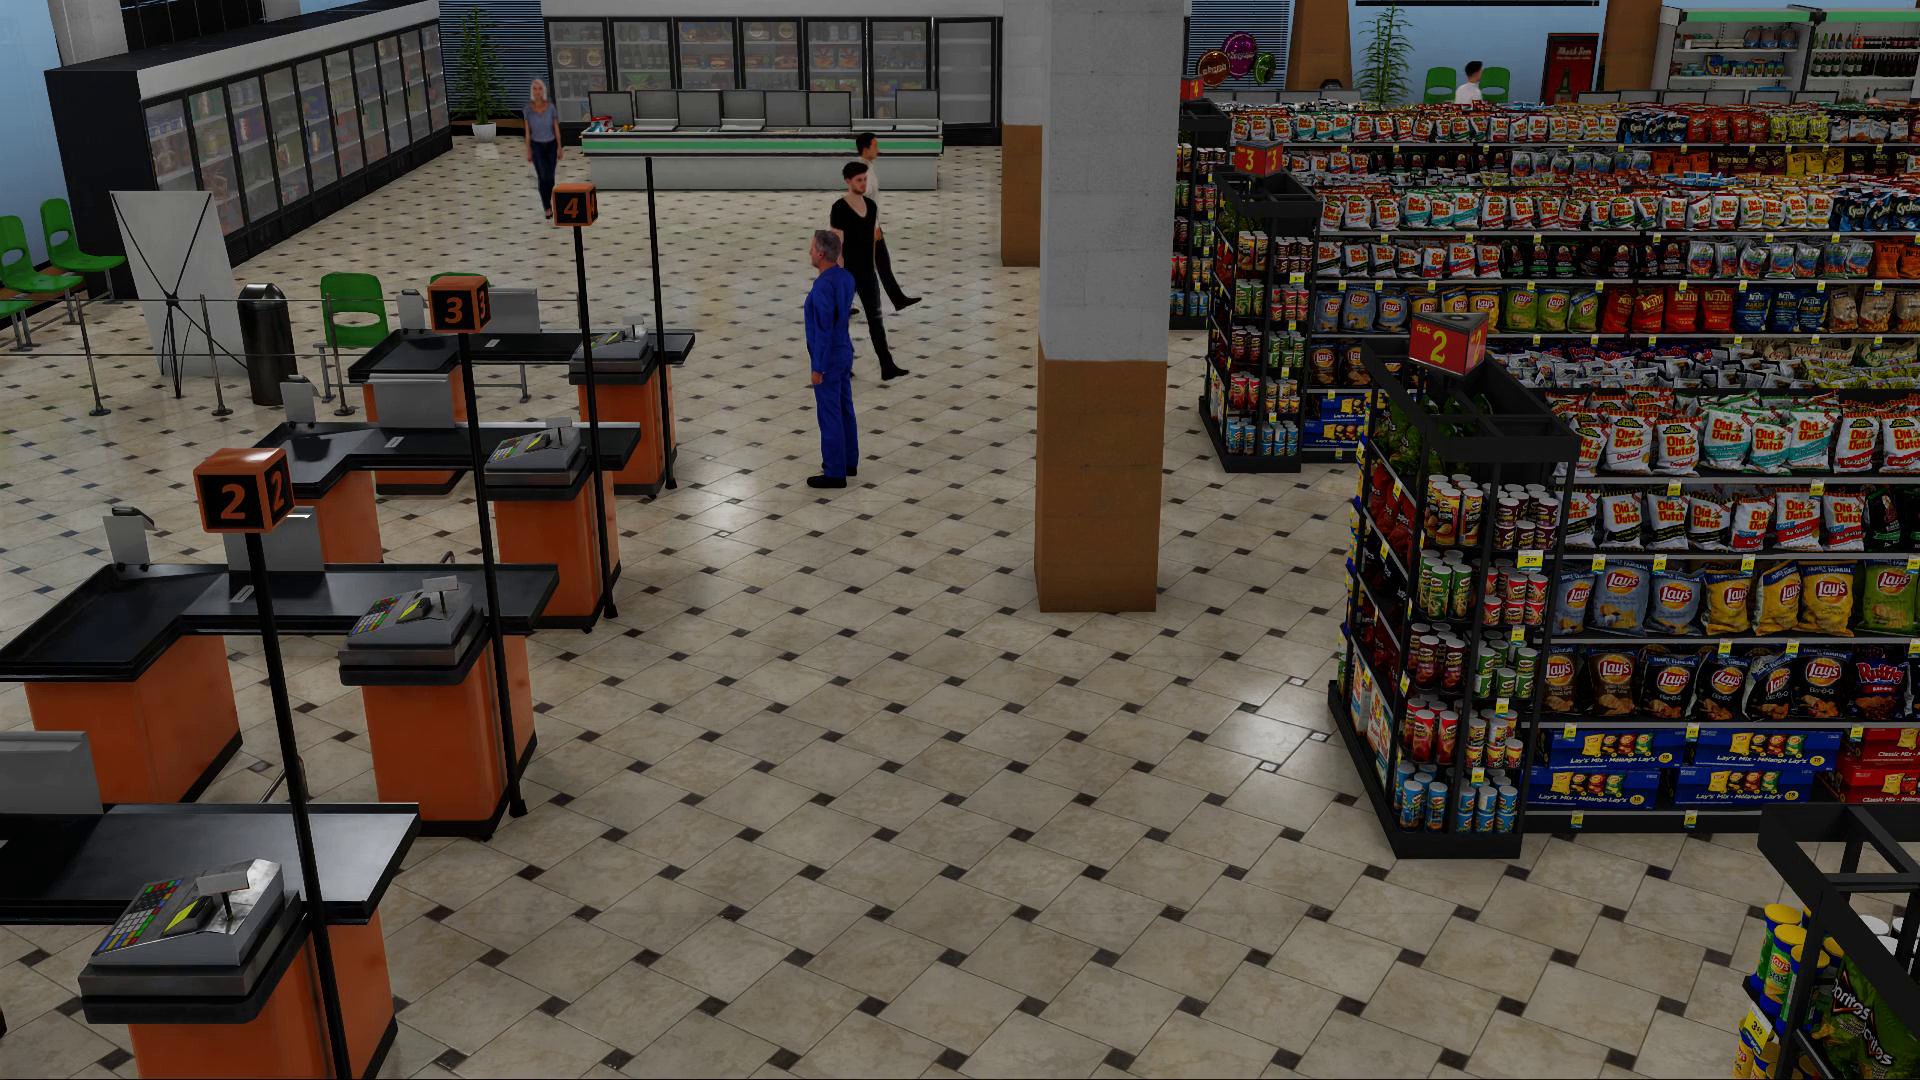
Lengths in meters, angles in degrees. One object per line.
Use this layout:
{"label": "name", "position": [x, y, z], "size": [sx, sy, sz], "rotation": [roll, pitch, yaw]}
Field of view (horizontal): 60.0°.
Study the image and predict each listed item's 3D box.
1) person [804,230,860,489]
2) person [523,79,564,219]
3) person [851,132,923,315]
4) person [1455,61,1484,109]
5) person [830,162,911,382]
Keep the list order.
{"label": "person", "position": [-0.905, -1.284, 11.784], "size": [0.657, 1.828, 0.768], "rotation": [6, 23, 14]}
{"label": "person", "position": [-5.283, -4.955, 21.116], "size": [1.142, 1.681, 0.904], "rotation": [-7, 23, -16]}
{"label": "person", "position": [-1.012, -3.035, 16.234], "size": [1.127, 1.759, 0.697], "rotation": [1, 22, 1]}
{"label": "person", "position": [6.598, -5.302, 21.728], "size": [0.685, 1.868, 0.697], "rotation": [-8, 23, -19]}
{"label": "person", "position": [-0.964, -2.285, 14.234], "size": [1.161, 1.860, 1.208], "rotation": [-20, 29, -40]}
